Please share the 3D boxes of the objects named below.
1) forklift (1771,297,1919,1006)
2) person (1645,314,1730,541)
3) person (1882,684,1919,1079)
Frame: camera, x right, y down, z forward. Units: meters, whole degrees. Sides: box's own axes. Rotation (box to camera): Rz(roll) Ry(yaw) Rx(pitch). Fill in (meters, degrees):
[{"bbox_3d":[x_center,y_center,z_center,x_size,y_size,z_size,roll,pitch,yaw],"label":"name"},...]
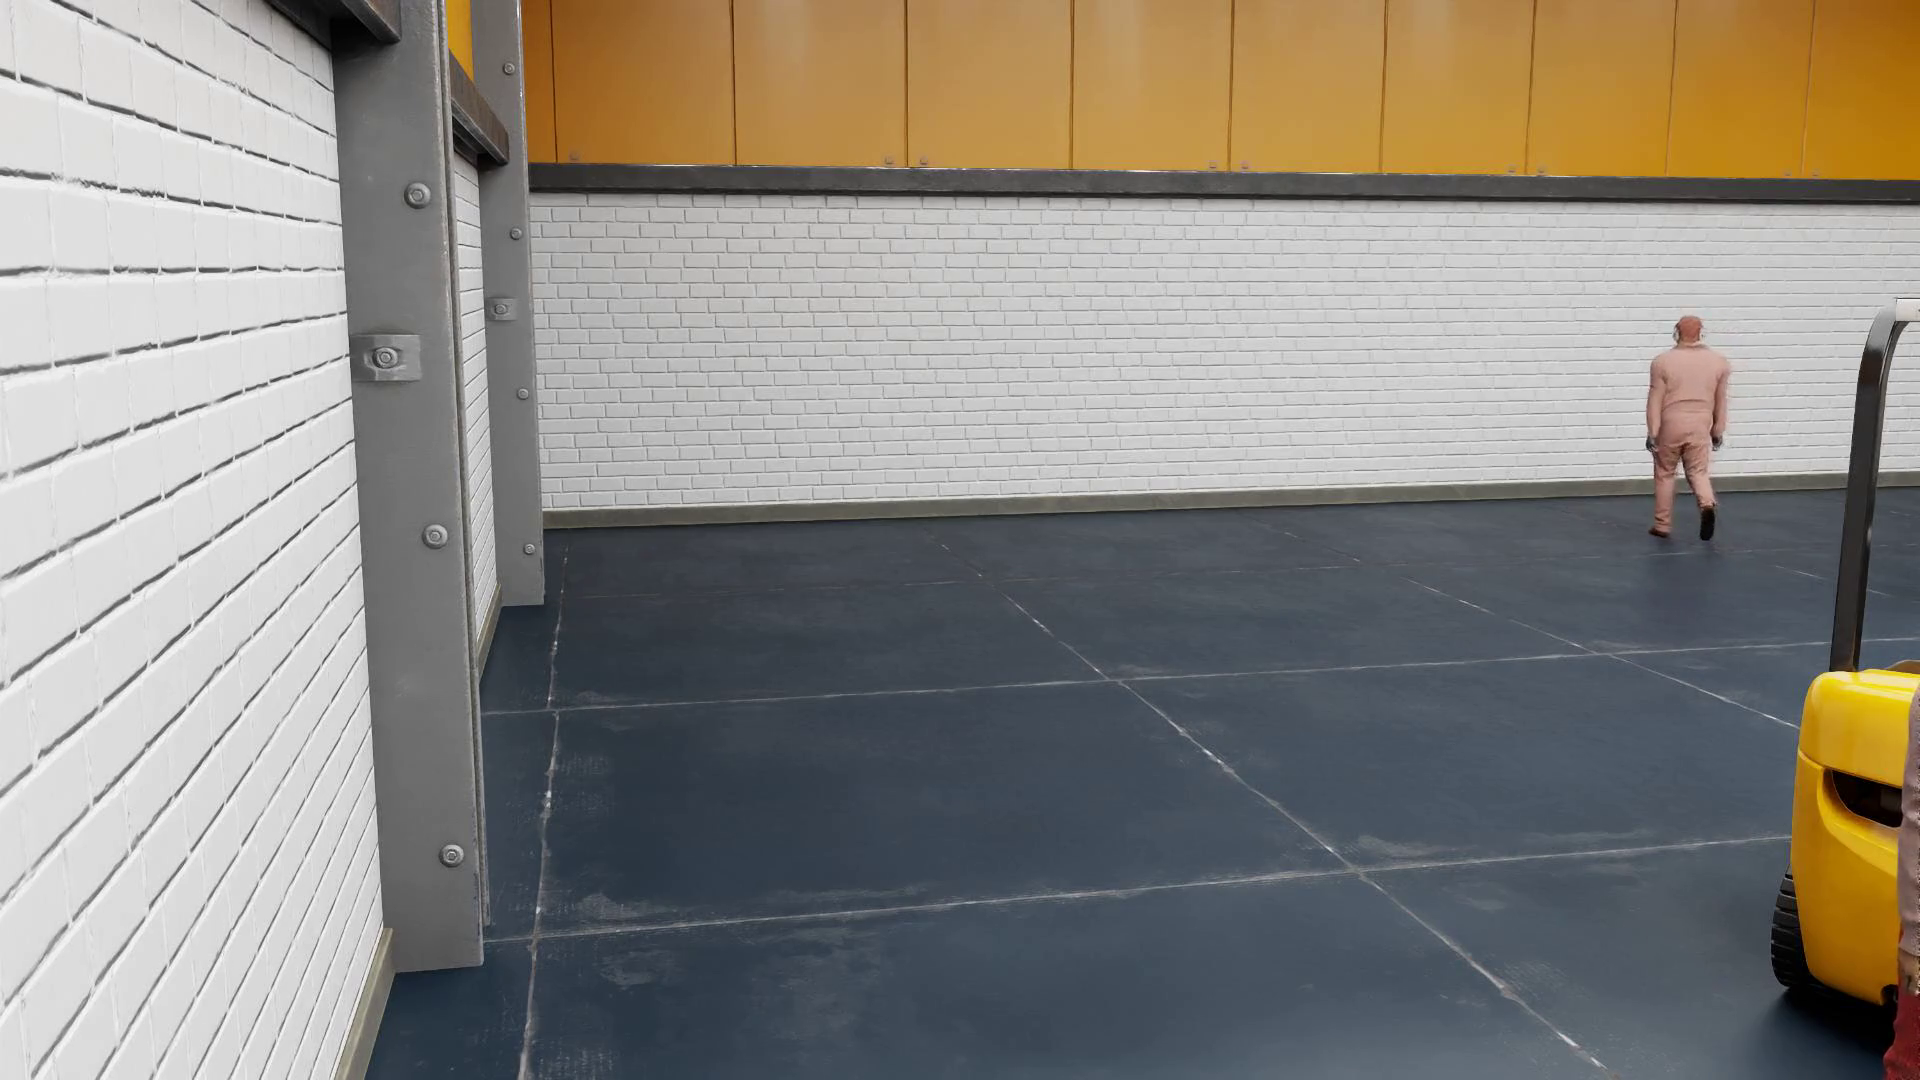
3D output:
[{"bbox_3d":[3.542,0.334,5.177,2.313,2.155,1.214,-9,13,-43],"label":"forklift"},{"bbox_3d":[6.005,-0.916,13.750,0.650,1.886,0.737,0,9,3],"label":"person"},{"bbox_3d":[2.227,0.821,3.540,0.527,1.757,0.342,-3,10,-16],"label":"person"}]
